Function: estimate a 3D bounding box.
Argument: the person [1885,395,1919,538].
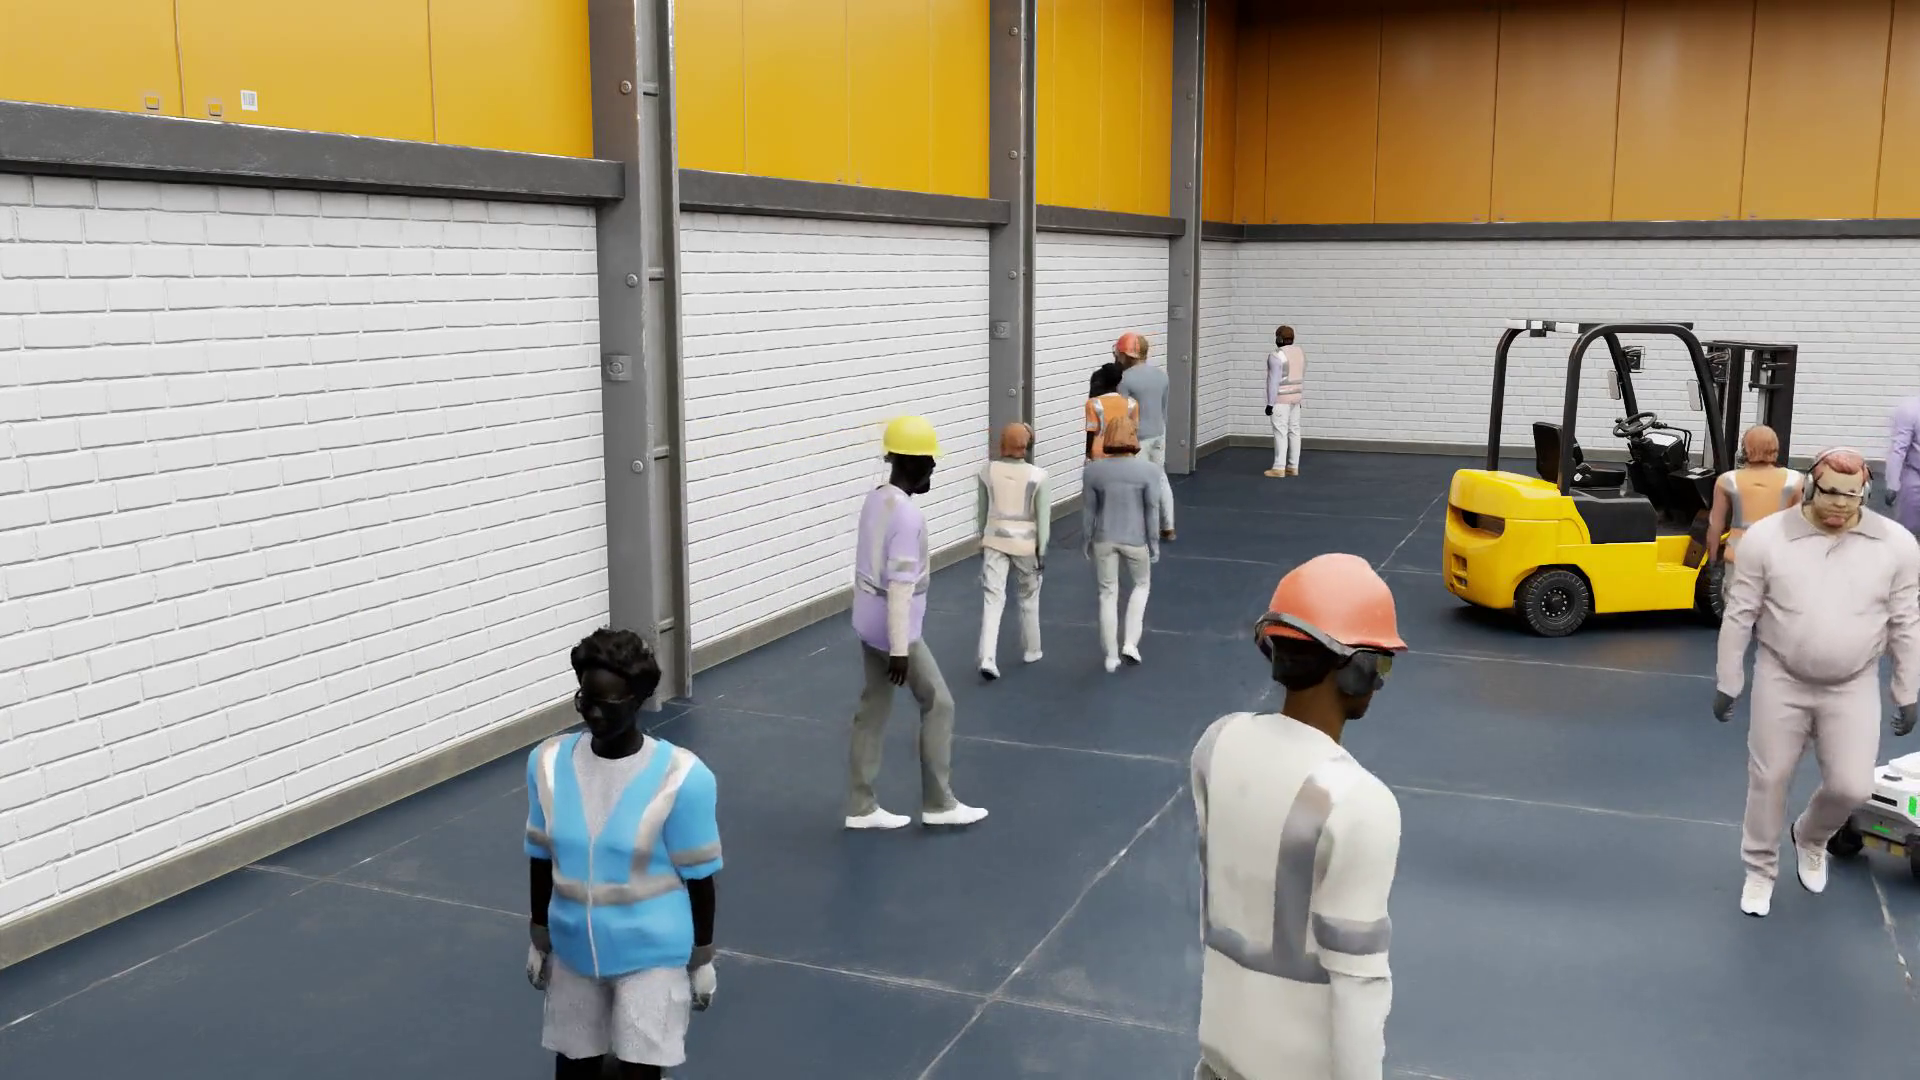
[{"bbox_3d":[7.384,-0.439,12.668,0.668,1.864,0.932,2,10,13],"label":"person"}]

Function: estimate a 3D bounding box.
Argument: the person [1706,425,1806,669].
[{"bbox_3d":[4.732,0.130,9.888,0.553,1.631,0.376,5,10,26],"label":"person"}]

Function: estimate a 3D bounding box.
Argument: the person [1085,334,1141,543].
[{"bbox_3d":[1.428,-0.906,15.232,0.655,1.940,0.903,3,10,15],"label":"person"}]

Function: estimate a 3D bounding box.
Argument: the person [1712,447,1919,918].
[{"bbox_3d":[3.339,0.566,6.496,0.744,1.878,0.475,4,10,22],"label":"person"}]

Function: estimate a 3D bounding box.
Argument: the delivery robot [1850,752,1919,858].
[{"bbox_3d":[4.145,1.081,7.099,0.707,0.478,0.477,-5,10,-25],"label":"delivery robot"}]

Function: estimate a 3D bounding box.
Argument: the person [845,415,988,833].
[{"bbox_3d":[-0.180,0.388,7.492,0.767,1.898,0.625,-3,10,-17],"label":"person"}]

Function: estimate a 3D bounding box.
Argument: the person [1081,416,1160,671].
[{"bbox_3d":[1.017,0.019,10.579,0.520,1.615,0.435,3,10,16],"label":"person"}]

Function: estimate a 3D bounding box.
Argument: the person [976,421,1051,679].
[{"bbox_3d":[0.319,0.055,10.441,0.512,1.605,0.841,3,10,17],"label":"person"}]

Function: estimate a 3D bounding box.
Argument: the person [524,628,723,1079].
[{"bbox_3d":[-0.838,1.024,4.295,0.536,1.679,0.576,3,10,17],"label":"person"}]

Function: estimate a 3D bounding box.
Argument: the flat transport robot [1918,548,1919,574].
[{"bbox_3d":[8.367,0.250,13.277,0.652,0.197,1.431,-3,10,-18],"label":"flat transport robot"}]

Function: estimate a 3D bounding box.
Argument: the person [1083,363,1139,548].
[{"bbox_3d":[1.363,-0.754,15.045,0.540,1.696,0.317,-3,10,-18],"label":"person"}]

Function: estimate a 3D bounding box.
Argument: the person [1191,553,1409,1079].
[{"bbox_3d":[0.567,1.031,3.342,0.874,2.008,0.637,-4,10,-23],"label":"person"}]

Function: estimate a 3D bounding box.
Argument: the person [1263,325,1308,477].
[{"bbox_3d":[3.936,-1.683,20.240,0.624,1.845,0.430,-7,12,-38],"label":"person"}]

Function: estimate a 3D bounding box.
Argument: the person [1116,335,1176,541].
[{"bbox_3d":[1.645,-0.896,15.199,0.811,1.941,0.452,-8,13,-41],"label":"person"}]

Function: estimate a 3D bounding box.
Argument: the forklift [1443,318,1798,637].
[{"bbox_3d":[4.706,-0.497,11.990,2.313,2.155,1.214,-2,10,-10],"label":"forklift"}]
